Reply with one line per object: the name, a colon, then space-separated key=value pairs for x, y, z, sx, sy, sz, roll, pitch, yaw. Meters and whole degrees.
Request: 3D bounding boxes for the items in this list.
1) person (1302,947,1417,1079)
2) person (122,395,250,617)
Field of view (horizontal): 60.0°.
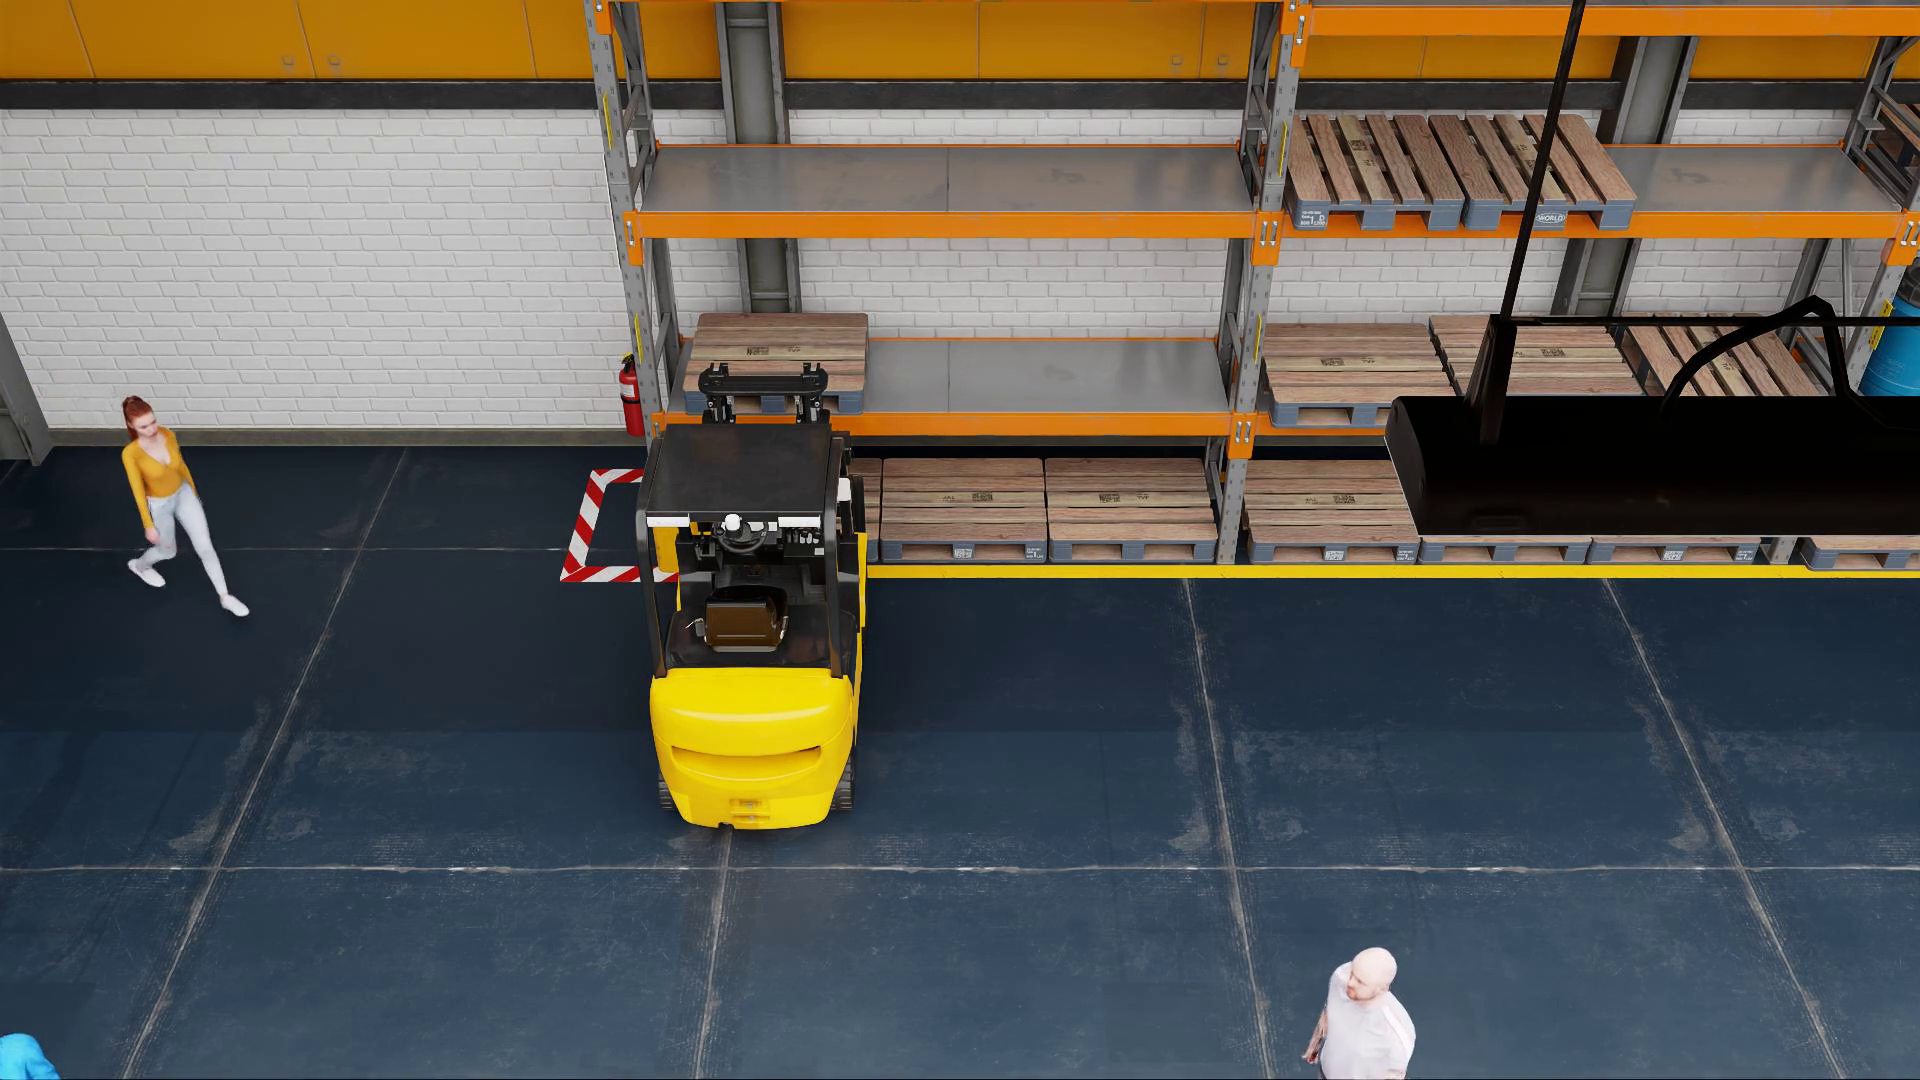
person: x=1.900 y=2.481 z=7.675 sx=0.786 sy=1.816 sz=0.793 roll=-14 pitch=41 yaw=-16
person: x=-5.374 y=-0.226 z=11.144 sx=1.249 sy=1.717 sz=0.984 roll=15 pitch=41 yaw=18
